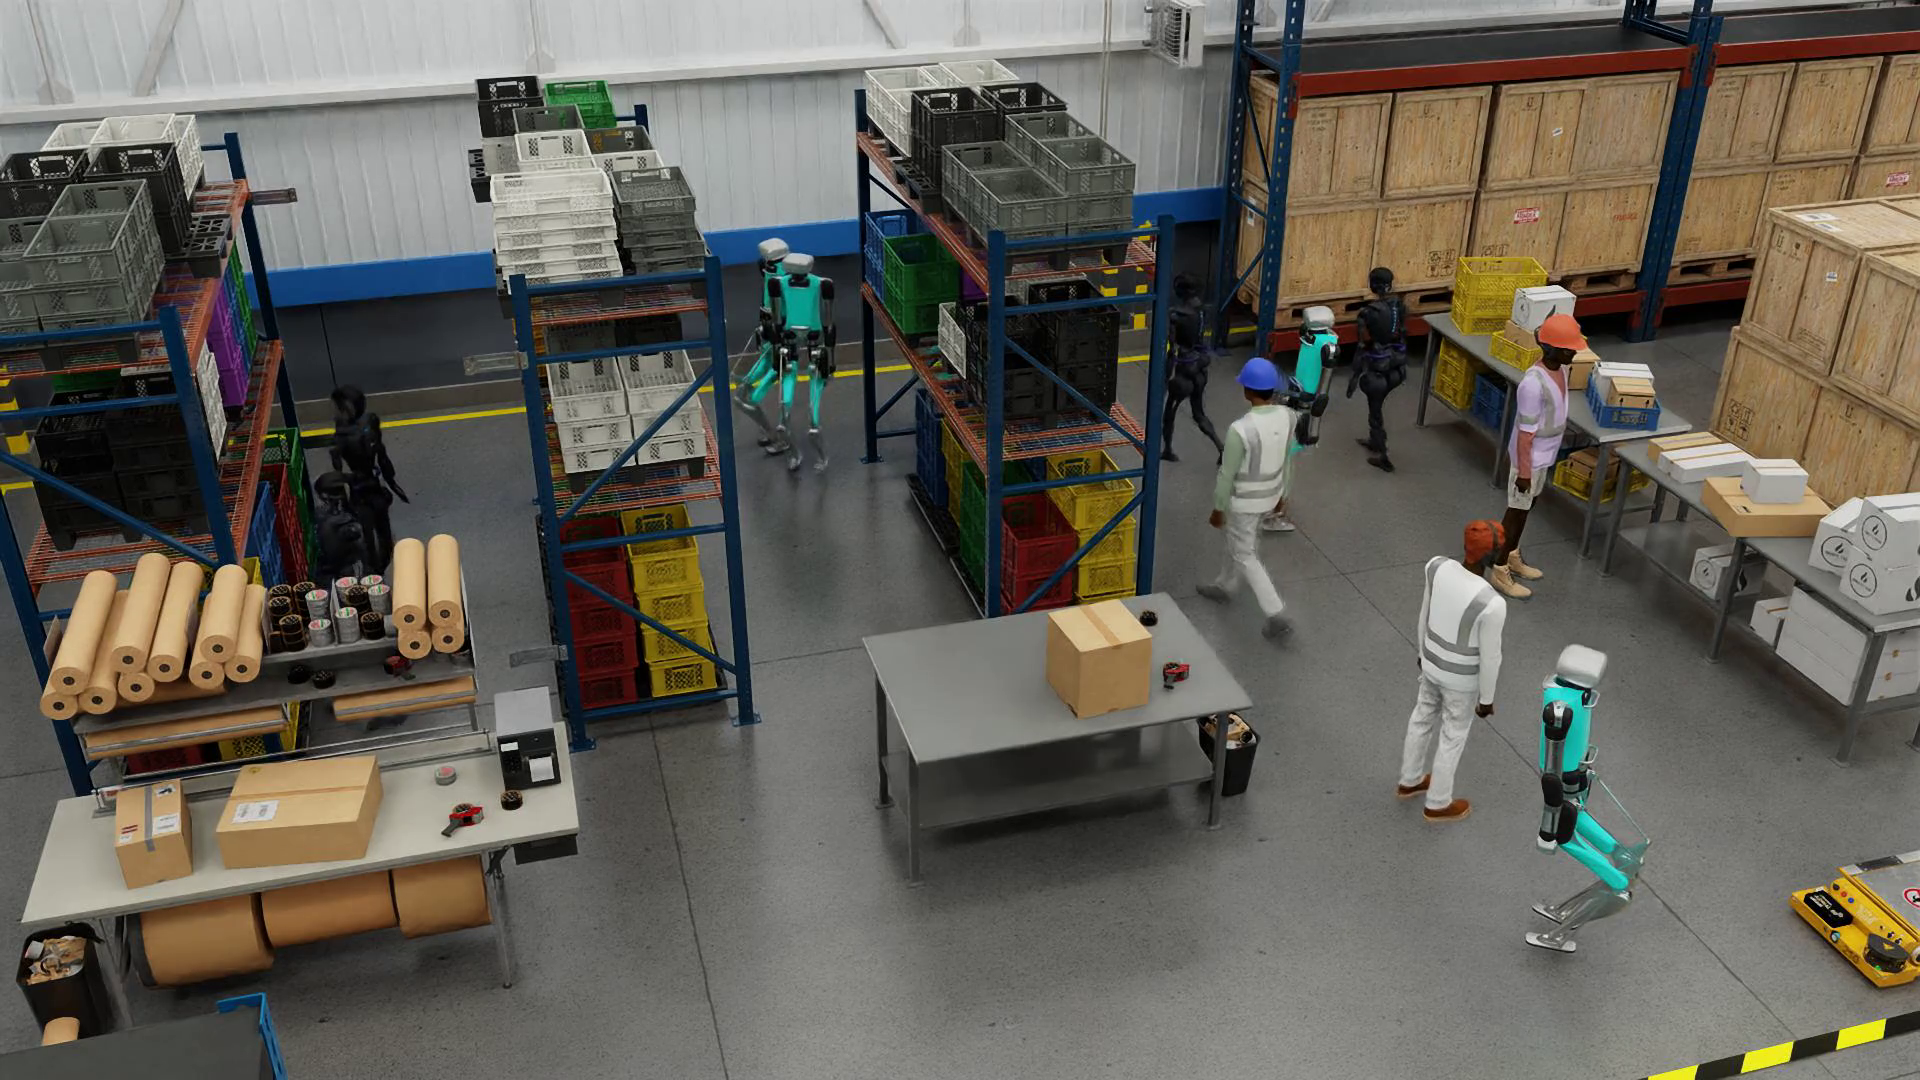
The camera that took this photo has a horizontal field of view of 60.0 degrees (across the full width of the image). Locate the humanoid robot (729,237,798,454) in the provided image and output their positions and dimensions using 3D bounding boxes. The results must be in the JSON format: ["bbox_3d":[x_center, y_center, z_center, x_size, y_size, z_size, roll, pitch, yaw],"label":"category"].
[{"bbox_3d":[-1.601,-1.530,13.347,0.684,1.731,0.541,-18,34,-30],"label":"humanoid robot"}]

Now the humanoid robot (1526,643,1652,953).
[{"bbox_3d":[3.115,1.316,8.102,0.735,1.678,0.533,16,32,26],"label":"humanoid robot"}]

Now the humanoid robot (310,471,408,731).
[{"bbox_3d":[-3.716,0.361,10.055,0.618,1.640,0.375,19,34,31],"label":"humanoid robot"}]

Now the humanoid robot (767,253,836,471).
[{"bbox_3d":[-1.258,-1.306,12.995,0.534,1.777,0.673,4,29,7],"label":"humanoid robot"}]

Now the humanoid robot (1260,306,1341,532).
[{"bbox_3d":[2.322,-0.865,12.114,0.738,1.695,0.530,-5,29,-9],"label":"humanoid robot"}]

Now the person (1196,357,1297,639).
[{"bbox_3d":[1.954,-0.282,10.969,0.609,1.917,0.883,-24,37,-36],"label":"person"}]

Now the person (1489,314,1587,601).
[{"bbox_3d":[3.948,-0.580,11.377,0.369,2.044,0.605,18,33,29],"label":"person"}]

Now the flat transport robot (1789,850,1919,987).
[{"bbox_3d":[5.163,1.916,8.676,1.431,0.231,0.659,-8,30,-14],"label":"flat transport robot"}]

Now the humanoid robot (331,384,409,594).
[{"bbox_3d":[-4.016,-0.294,11.250,0.368,1.663,0.591,7,30,13],"label":"humanoid robot"}]

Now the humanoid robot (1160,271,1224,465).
[{"bbox_3d":[1.846,-1.322,13.128,0.689,1.635,0.600,20,34,31],"label":"humanoid robot"}]

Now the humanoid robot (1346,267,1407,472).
[{"bbox_3d":[3.327,-1.366,13.197,0.610,1.640,0.532,-19,34,-31],"label":"humanoid robot"}]

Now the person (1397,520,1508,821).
[{"bbox_3d":[2.736,0.725,9.175,0.370,1.879,0.583,-14,32,-24],"label":"person"}]

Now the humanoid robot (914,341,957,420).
[{"bbox_3d":[-0.113,-1.678,13.789,0.765,1.874,0.542,-5,29,-9],"label":"humanoid robot"}]
